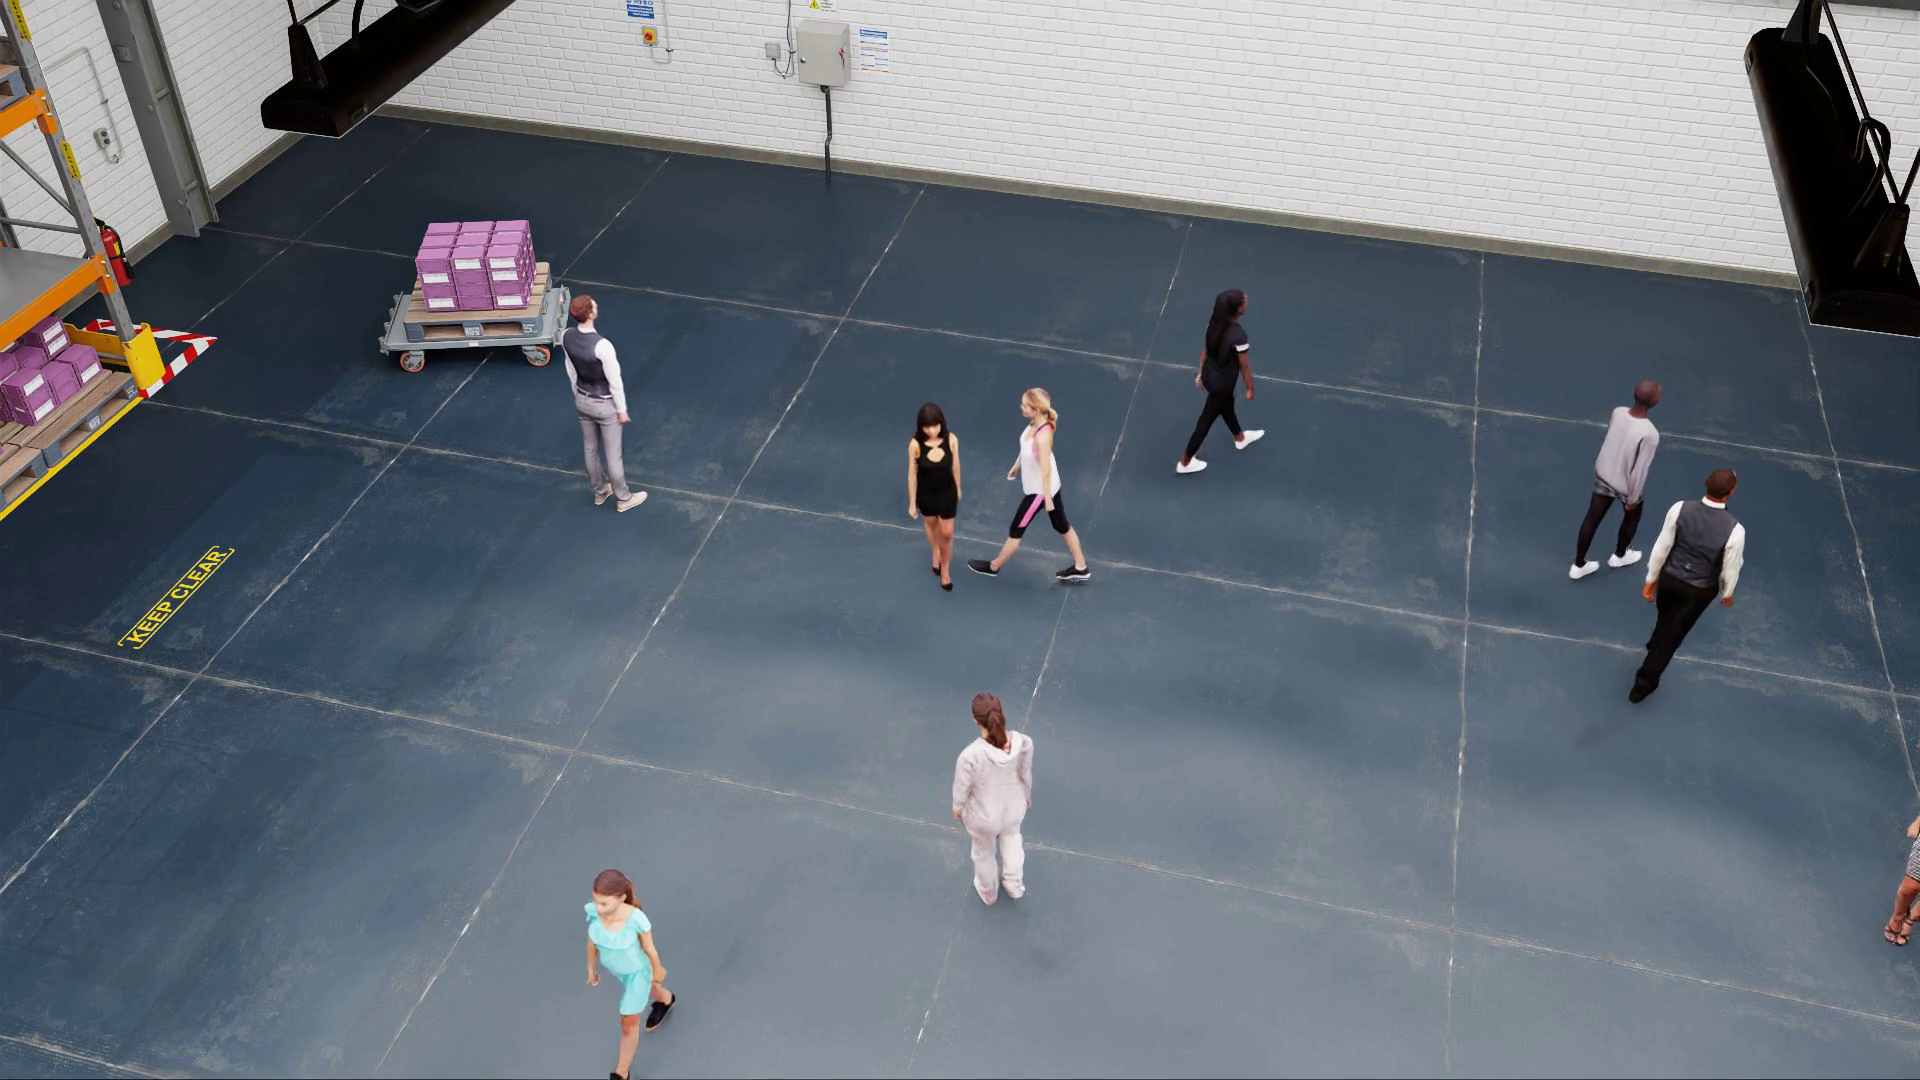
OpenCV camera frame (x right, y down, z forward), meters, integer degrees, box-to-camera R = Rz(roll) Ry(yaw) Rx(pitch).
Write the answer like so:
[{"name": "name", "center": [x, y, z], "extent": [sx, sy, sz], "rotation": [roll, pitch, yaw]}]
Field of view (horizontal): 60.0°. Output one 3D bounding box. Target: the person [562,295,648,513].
[{"name": "person", "center": [-2.883, -1.093, 13.223], "extent": [0.718, 1.937, 0.678], "rotation": [21, 43, 24]}]

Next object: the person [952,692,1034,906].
[{"name": "person", "center": [0.239, 1.643, 10.005], "extent": [0.746, 1.679, 0.775], "rotation": [-13, 40, -16]}]

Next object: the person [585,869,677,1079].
[{"name": "person", "center": [-1.803, 2.321, 9.286], "extent": [0.706, 1.516, 1.081], "rotation": [18, 42, 21]}]

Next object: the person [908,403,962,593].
[{"name": "person", "center": [-0.208, -0.395, 12.599], "extent": [0.713, 1.625, 0.784], "rotation": [-6, 39, -7]}]

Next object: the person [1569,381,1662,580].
[{"name": "person", "center": [4.886, -0.419, 12.525], "extent": [0.990, 1.754, 0.940], "rotation": [-19, 42, -22]}]

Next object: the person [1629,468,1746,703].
[{"name": "person", "center": [4.949, 0.362, 11.436], "extent": [1.090, 1.894, 0.981], "rotation": [-28, 47, -31]}]

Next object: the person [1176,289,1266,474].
[{"name": "person", "center": [2.056, -1.251, 13.617], "extent": [1.093, 1.692, 1.112], "rotation": [-15, 41, -18]}]

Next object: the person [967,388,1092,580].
[{"name": "person", "center": [0.710, -0.371, 12.486], "extent": [0.819, 1.728, 1.166], "rotation": [3, 39, 3]}]
